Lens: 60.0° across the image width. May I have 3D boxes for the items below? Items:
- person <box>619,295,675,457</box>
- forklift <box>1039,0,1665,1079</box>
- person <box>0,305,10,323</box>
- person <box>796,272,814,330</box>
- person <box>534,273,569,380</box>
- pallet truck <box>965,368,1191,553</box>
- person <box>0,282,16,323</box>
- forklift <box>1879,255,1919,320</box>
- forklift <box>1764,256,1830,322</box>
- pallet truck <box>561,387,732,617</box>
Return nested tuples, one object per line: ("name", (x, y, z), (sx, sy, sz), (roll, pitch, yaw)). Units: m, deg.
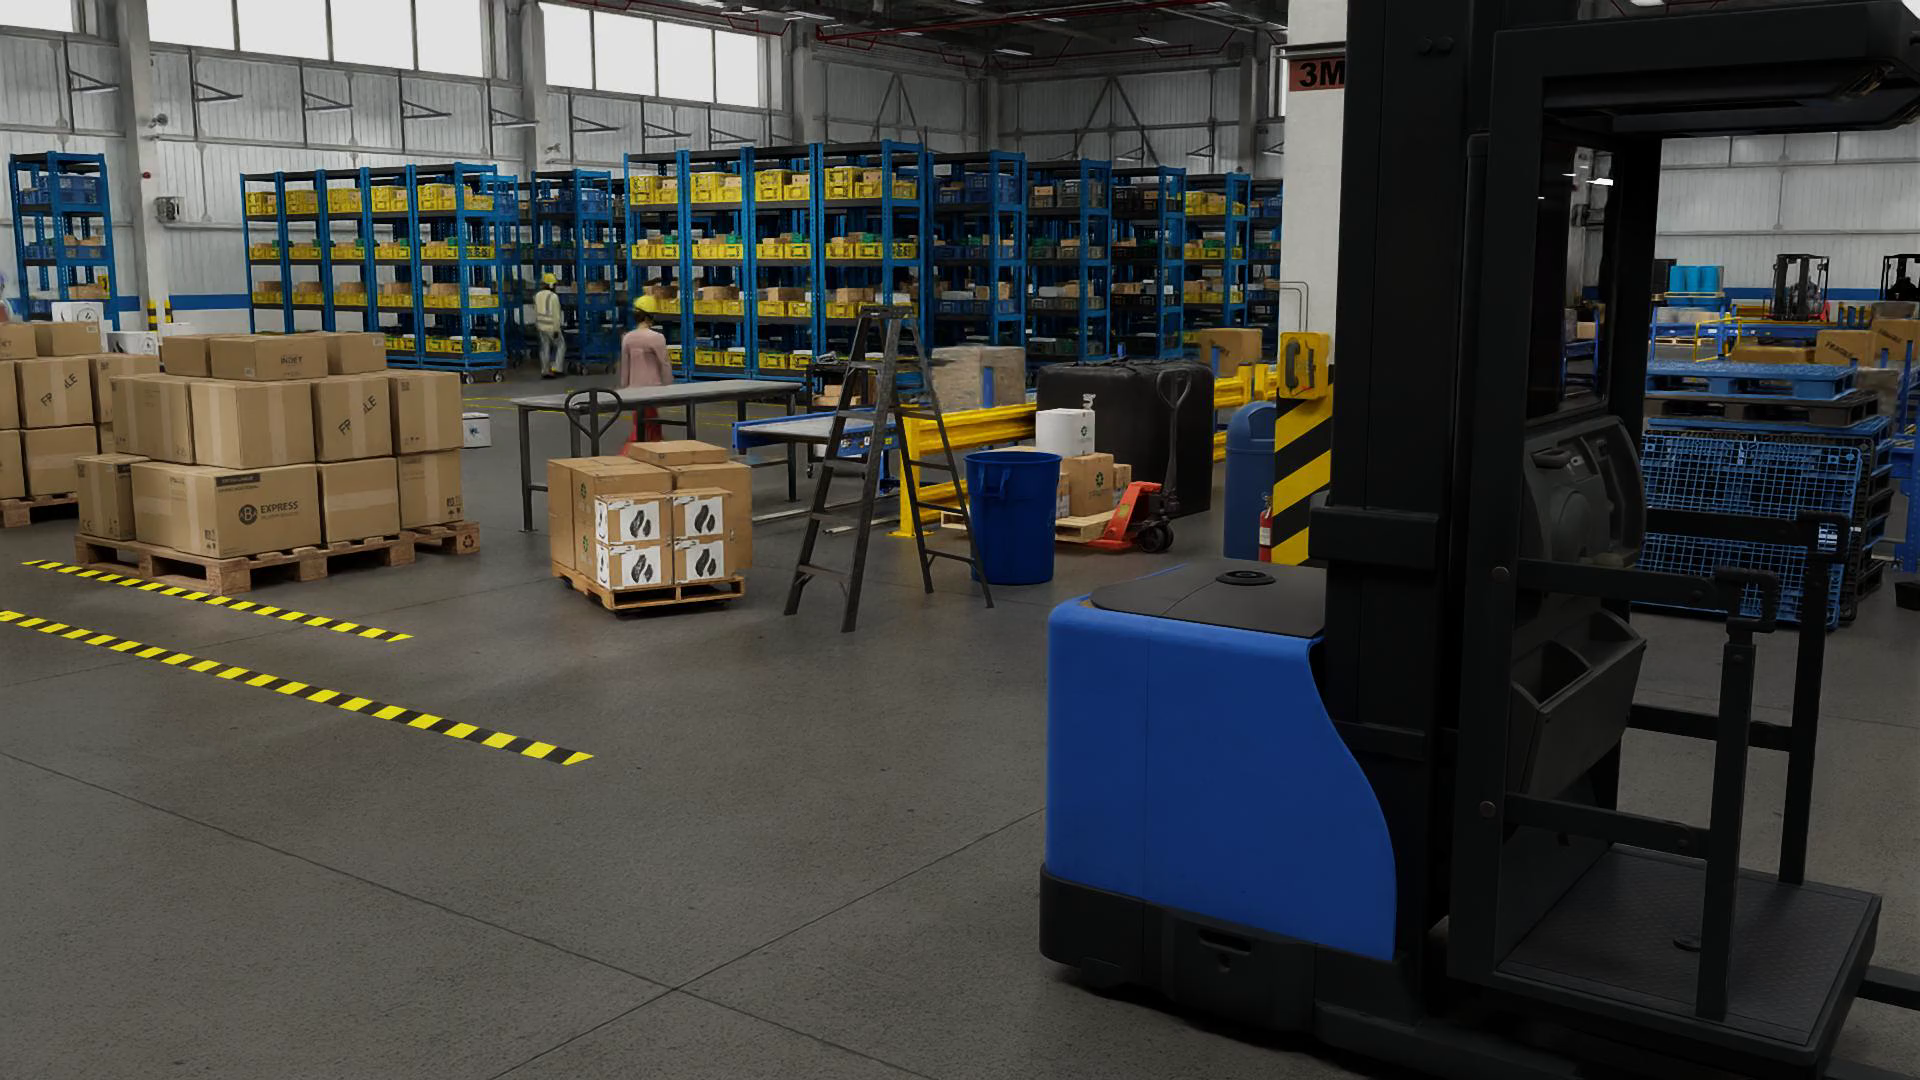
("person", (-2.868, -1.345, 14.996), (0.519, 1.722, 0.923), (8, 13, 40))
("forklift", (1.249, -0.137, 4.360), (1.873, 2.768, 1.129), (7, 12, 35))
("person", (-9.645, -1.731, 16.596), (0.628, 1.949, 0.958), (3, 10, 17))
("person", (-3.055, -4.504, 33.569), (0.594, 1.792, 0.950), (7, 12, 36))
("person", (-6.932, -3.624, 28.313), (0.595, 1.814, 0.542), (7, 12, 37))
("pallet truck", (0.845, -0.609, 11.869), (1.630, 1.274, 0.653), (7, 12, 35))
("person", (-12.743, -2.614, 22.072), (1.019, 1.895, 0.623), (-4, 10, -24))
("forklift", (22.089, -5.634, 38.796), (1.157, 1.987, 2.680), (6, 11, 33))
("forklift", (20.253, -5.854, 40.139), (1.157, 1.987, 2.680), (7, 12, 35))
("pallet truck", (-1.981, -0.274, 10.088), (0.680, 1.201, 1.601), (-5, 11, -28))
